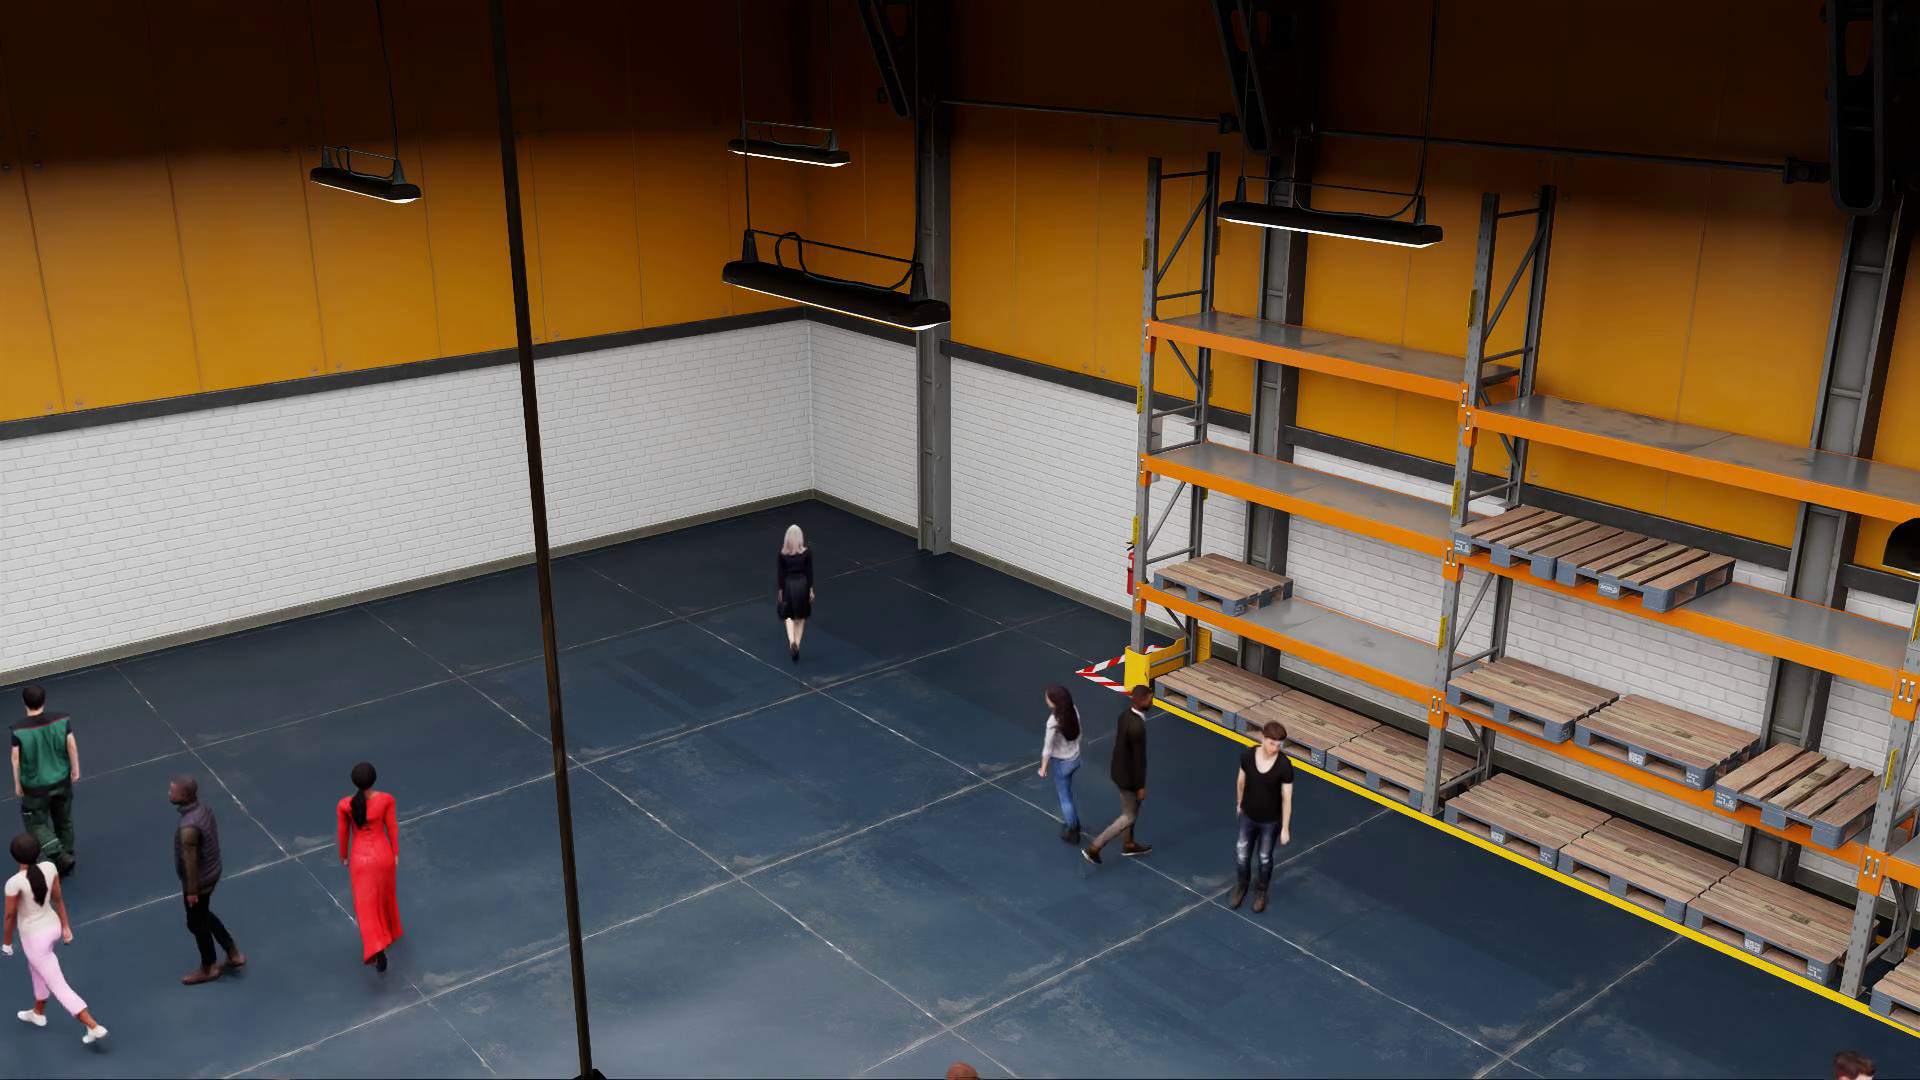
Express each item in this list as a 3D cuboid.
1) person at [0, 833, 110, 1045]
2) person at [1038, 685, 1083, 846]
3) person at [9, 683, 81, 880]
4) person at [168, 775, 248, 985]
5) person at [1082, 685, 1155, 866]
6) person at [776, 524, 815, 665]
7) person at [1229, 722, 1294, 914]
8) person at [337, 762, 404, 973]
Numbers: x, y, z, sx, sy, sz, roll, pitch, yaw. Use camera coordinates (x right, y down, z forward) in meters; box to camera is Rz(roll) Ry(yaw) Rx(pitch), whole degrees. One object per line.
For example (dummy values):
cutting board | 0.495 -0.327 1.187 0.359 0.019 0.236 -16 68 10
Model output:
person | -6.866 3.049 12.554 1.234 1.698 1.015 6 19 16
person | 1.042 2.116 15.470 0.644 1.604 0.684 15 24 38
person | -8.109 2.187 14.815 0.923 1.888 0.791 15 24 37
person | -6.078 2.713 13.339 0.921 1.833 0.838 -4 19 -11
person | 1.466 2.167 15.045 1.025 1.779 1.026 -5 19 -14
person | -1.923 0.674 19.550 0.844 1.733 0.944 -2 19 -7
person | 2.601 2.357 14.359 0.816 1.856 0.897 14 23 35
person | -4.804 2.678 13.557 0.778 1.760 1.115 -9 21 -25
